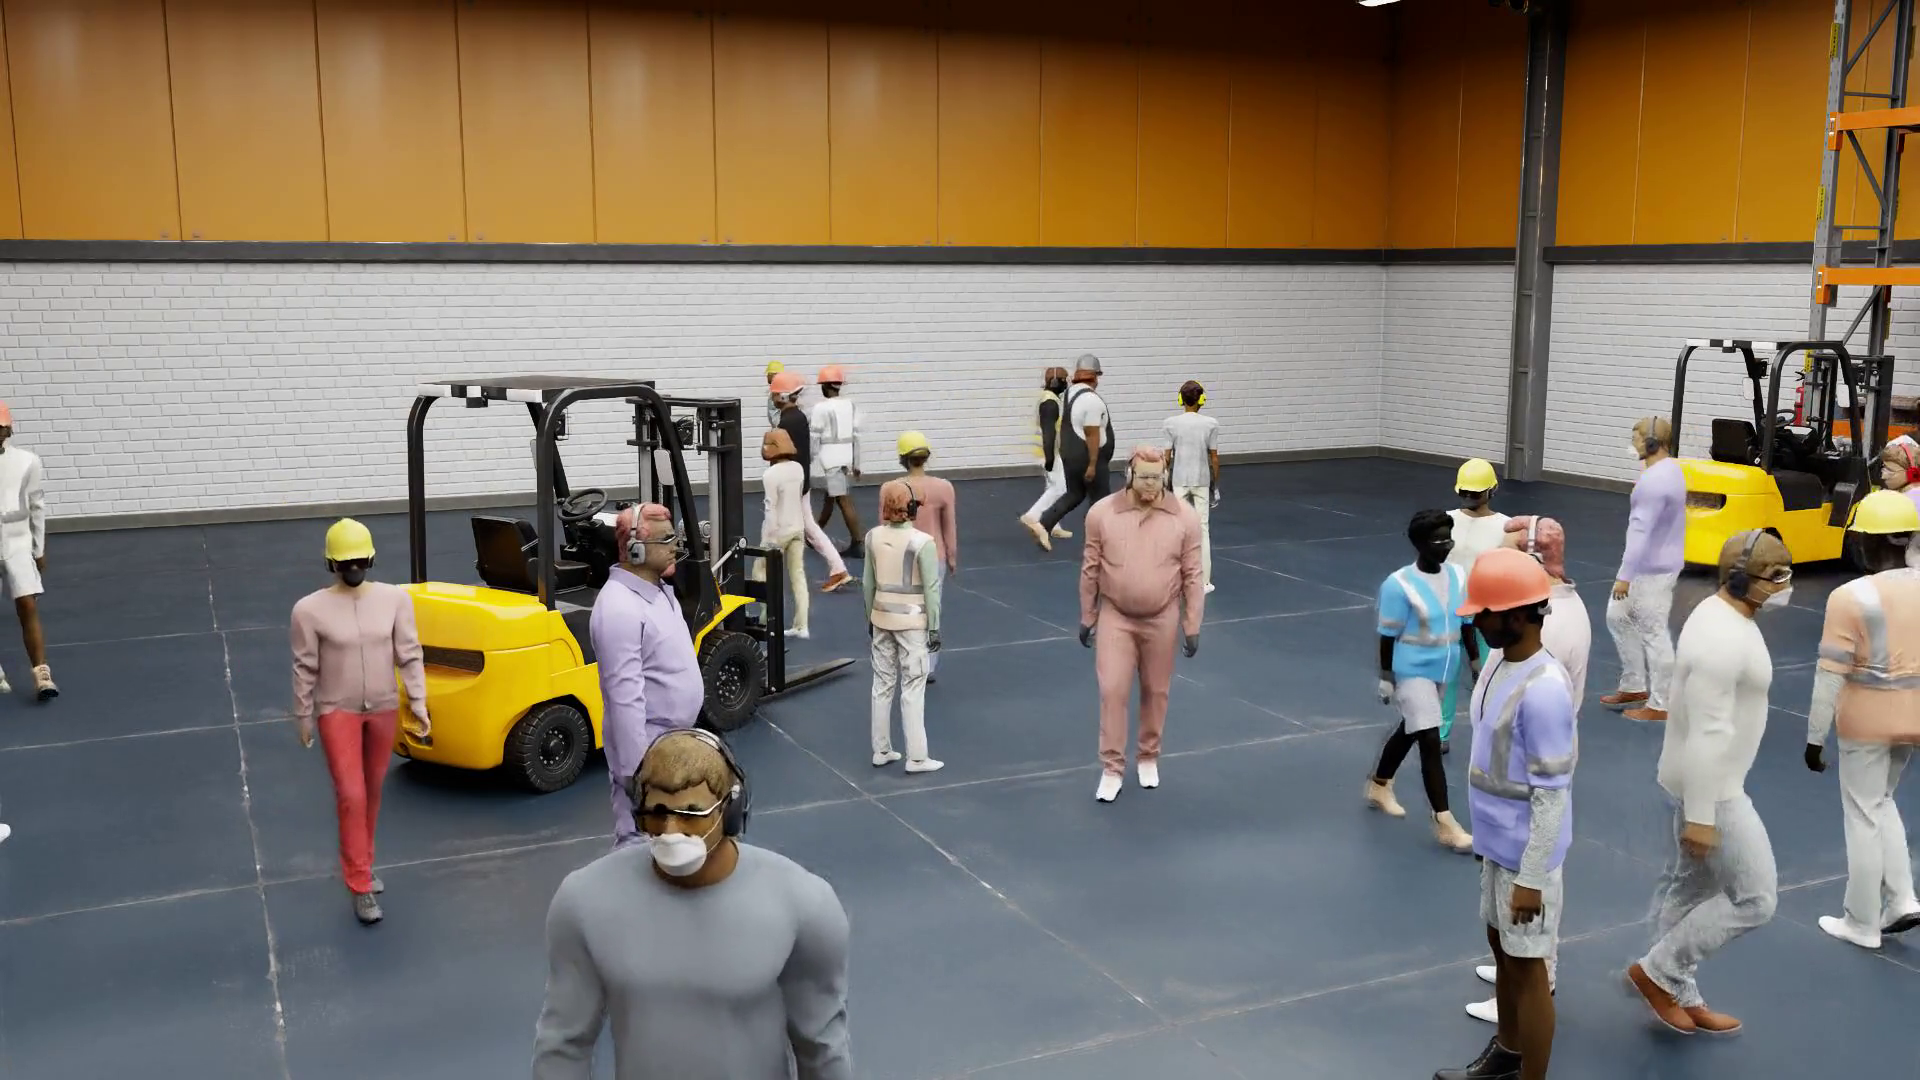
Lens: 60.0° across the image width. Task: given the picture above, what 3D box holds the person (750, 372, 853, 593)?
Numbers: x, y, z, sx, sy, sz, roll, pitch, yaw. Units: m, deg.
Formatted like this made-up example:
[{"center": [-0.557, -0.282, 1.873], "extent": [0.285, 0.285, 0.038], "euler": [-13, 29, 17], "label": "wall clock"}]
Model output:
[{"center": [-1.416, -0.489, 14.418], "extent": [1.015, 1.950, 0.636], "euler": [2, 9, 10], "label": "person"}]

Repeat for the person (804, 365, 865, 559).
[{"center": [-1.301, -0.776, 16.413], "extent": [1.019, 1.873, 0.551], "euler": [6, 11, 35], "label": "person"}]

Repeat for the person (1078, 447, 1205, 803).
[{"center": [0.957, 0.450, 8.798], "extent": [0.669, 1.872, 0.807], "euler": [1, 9, 6], "label": "person"}]

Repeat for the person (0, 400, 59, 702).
[{"center": [-6.231, 0.070, 10.785], "extent": [0.621, 1.992, 1.018], "euler": [-8, 12, -40], "label": "person"}]

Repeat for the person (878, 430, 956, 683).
[{"center": [-0.268, 0.141, 11.141], "extent": [0.558, 1.750, 0.556], "euler": [-2, 9, -12], "label": "person"}]

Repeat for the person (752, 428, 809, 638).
[{"center": [-1.393, -0.047, 12.710], "extent": [0.578, 1.613, 0.507], "euler": [6, 11, 33], "label": "person"}]

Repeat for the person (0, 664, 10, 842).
[{"center": [-4.881, 0.585, 7.974], "extent": [0.513, 1.876, 0.325], "euler": [-5, 11, -30], "label": "person"}]

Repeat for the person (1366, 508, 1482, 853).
[{"center": [2.312, 0.654, 8.236], "extent": [0.539, 1.648, 0.866], "euler": [-6, 11, -31], "label": "person"}]

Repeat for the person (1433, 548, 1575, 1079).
[{"center": [1.763, 0.978, 5.369], "extent": [0.384, 1.927, 0.544], "euler": [1, 9, 6], "label": "person"}]

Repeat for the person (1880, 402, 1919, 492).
[{"center": [6.992, -0.097, 12.117], "extent": [0.620, 1.895, 0.577], "euler": [-4, 10, -25], "label": "person"}]

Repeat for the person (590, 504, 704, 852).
[{"center": [-1.204, 0.803, 6.521], "extent": [0.408, 1.909, 0.642], "euler": [0, 9, -1], "label": "person"}]

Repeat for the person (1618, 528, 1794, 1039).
[{"center": [2.706, 0.893, 5.917], "extent": [0.434, 1.917, 0.720], "euler": [4, 10, 24], "label": "person"}]

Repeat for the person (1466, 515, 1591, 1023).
[{"center": [2.110, 0.851, 6.225], "extent": [0.405, 1.904, 0.653], "euler": [4, 10, 24], "label": "person"}]

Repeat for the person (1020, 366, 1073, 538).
[{"center": [0.950, -0.906, 17.388], "extent": [0.472, 1.826, 0.631], "euler": [0, 9, 2], "label": "person"}]

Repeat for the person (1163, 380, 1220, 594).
[{"center": [2.002, -0.456, 14.464], "extent": [0.520, 1.865, 0.328], "euler": [2, 9, 11], "label": "person"}]

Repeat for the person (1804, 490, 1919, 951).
[{"center": [3.767, 0.745, 6.844], "extent": [0.615, 1.912, 0.418], "euler": [-2, 9, -13], "label": "person"}]

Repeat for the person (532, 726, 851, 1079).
[{"center": [-0.561, 1.308, 3.465], "extent": [0.640, 1.877, 1.083], "euler": [1, 9, 9], "label": "person"}]

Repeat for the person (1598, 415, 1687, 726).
[{"center": [4.198, 0.193, 10.292], "extent": [0.620, 1.920, 0.635], "euler": [4, 10, 26], "label": "person"}]

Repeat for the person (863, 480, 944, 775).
[{"center": [-0.322, 0.487, 9.307], "extent": [0.523, 1.638, 0.311], "euler": [7, 12, 38], "label": "person"}]

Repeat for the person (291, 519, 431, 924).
[{"center": [-2.584, 0.772, 7.259], "extent": [0.526, 1.733, 0.781], "euler": [-8, 12, -39], "label": "person"}]

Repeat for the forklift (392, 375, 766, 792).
[{"center": [-2.268, 0.149, 9.685], "extent": [1.214, 2.155, 2.313], "euler": [6, 11, 32], "label": "forklift"}]

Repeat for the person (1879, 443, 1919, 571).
[{"center": [5.620, 0.336, 9.730], "extent": [0.738, 1.806, 0.575], "euler": [7, 12, 37], "label": "person"}]

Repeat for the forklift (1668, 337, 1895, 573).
[{"center": [7.551, -0.789, 15.507], "extent": [2.313, 2.155, 1.214], "euler": [-4, 10, -25], "label": "forklift"}]

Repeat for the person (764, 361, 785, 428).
[{"center": [-2.173, -1.265, 19.849], "extent": [0.312, 1.744, 0.487], "euler": [-3, 10, -17], "label": "person"}]

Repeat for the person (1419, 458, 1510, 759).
[{"center": [2.888, 0.410, 9.417], "extent": [0.523, 1.760, 0.327], "euler": [6, 11, 32], "label": "person"}]

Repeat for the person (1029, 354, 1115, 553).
[{"center": [1.147, -0.846, 16.333], "extent": [0.807, 2.000, 0.692], "euler": [-5, 10, -27], "label": "person"}]
